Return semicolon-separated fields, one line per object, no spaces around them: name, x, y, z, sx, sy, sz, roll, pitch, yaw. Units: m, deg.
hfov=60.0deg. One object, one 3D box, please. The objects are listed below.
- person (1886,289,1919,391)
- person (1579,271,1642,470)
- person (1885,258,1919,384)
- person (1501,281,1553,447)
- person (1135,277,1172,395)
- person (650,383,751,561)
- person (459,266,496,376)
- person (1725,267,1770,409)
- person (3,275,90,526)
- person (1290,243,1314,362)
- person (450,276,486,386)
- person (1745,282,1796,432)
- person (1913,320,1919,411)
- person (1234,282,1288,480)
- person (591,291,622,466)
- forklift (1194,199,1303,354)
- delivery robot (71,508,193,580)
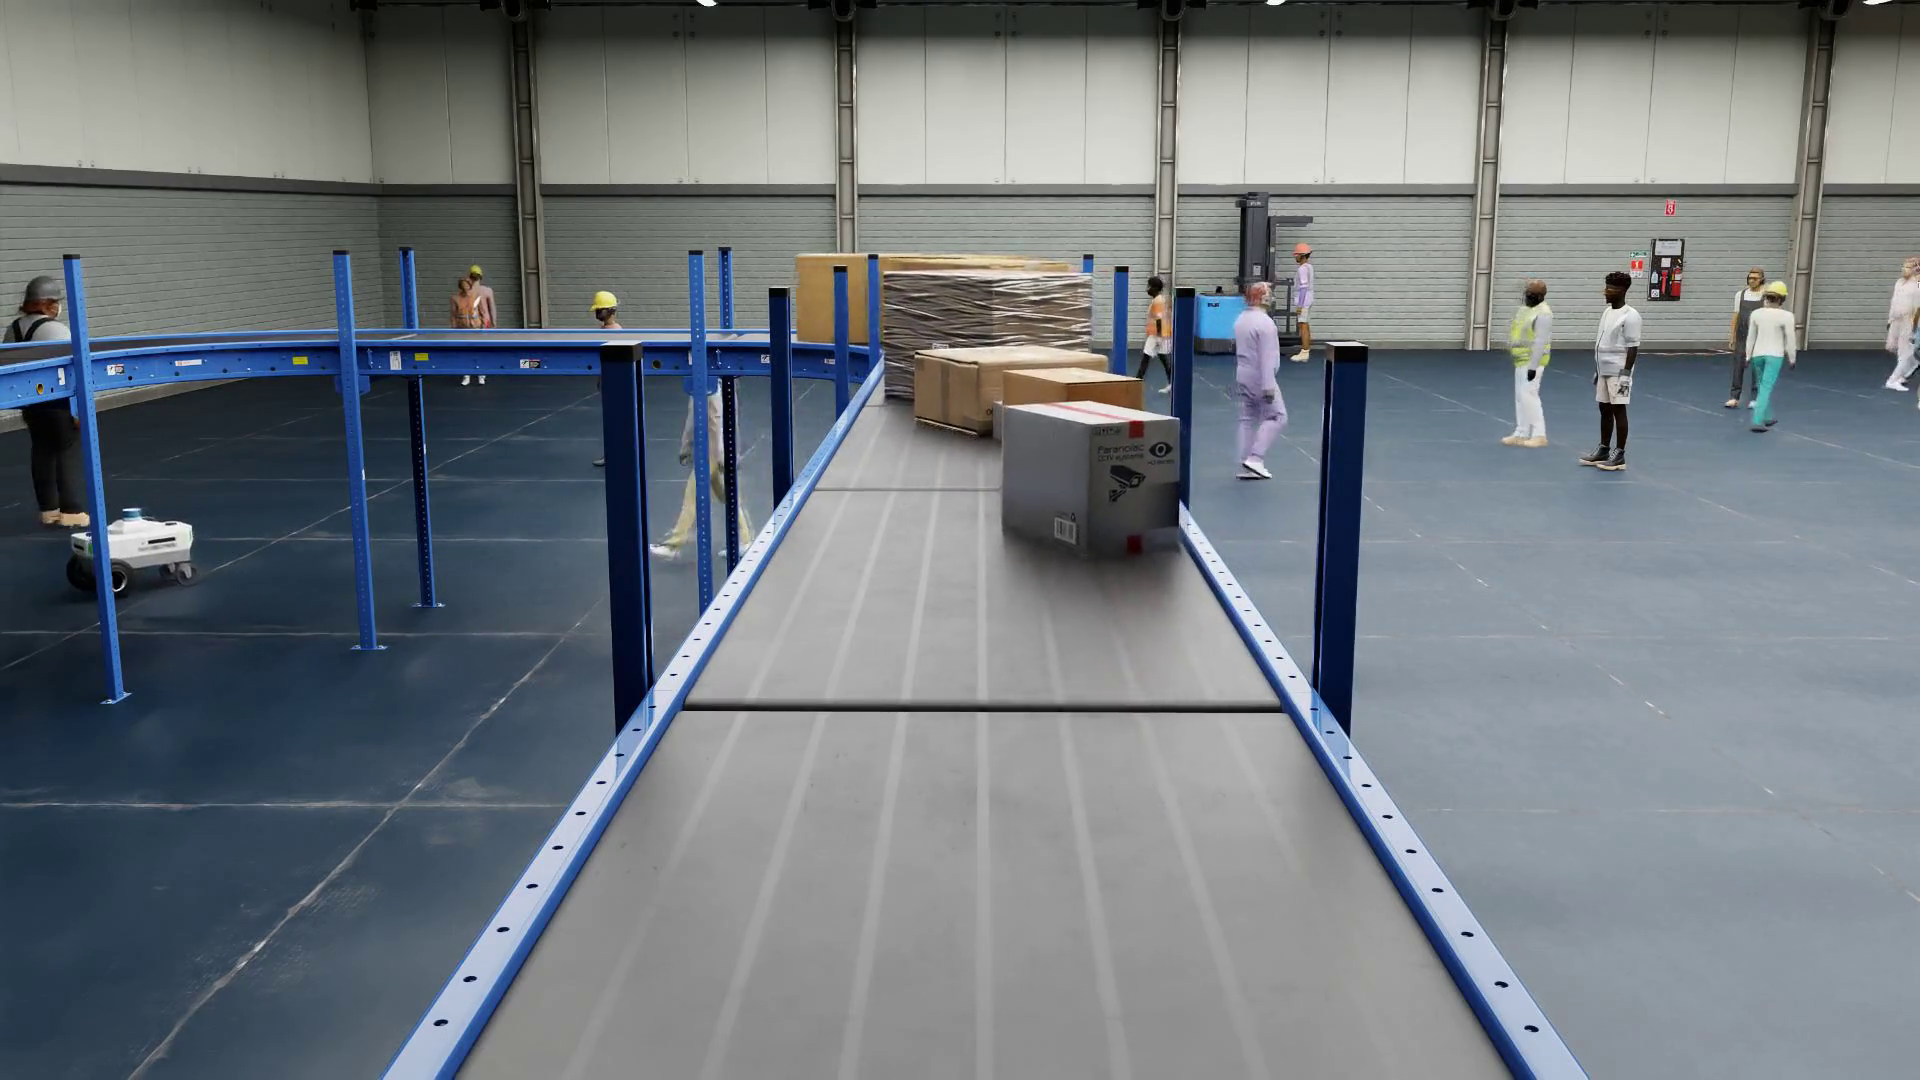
person;13.859;-3.027;23.860;0.971;1.823;0.540;10;15;42
person;6.533;-1.697;16.636;0.367;1.966;0.604;-2;11;-8
person;14.283;-3.295;25.036;0.543;1.890;0.660;-1;11;-7
person;6.234;-1.923;18.223;0.443;1.816;0.676;1;11;3
person;2.683;-2.882;23.521;0.866;1.647;0.546;1;11;7
person;-1.919;-0.635;12.139;0.855;1.582;0.528;-4;12;-19
person;-7.667;-3.485;26.464;0.546;1.711;0.924;-4;12;-19
person;10.395;-2.655;21.876;0.507;1.846;0.345;9;14;40
person;-7.400;-1.128;13.632;0.688;2.000;0.537;4;12;22
person;5.952;-4.134;28.963;0.392;2.045;0.608;5;12;22
person;-7.337;-3.123;24.836;0.531;1.630;0.354;-1;11;-5
person;9.589;-2.154;19.555;0.798;1.733;0.549;-7;13;-31
person;12.527;-2.433;21.296;0.546;1.624;0.425;3;12;17
person;2.861;-1.503;15.834;0.445;1.892;0.676;-3;11;-15
person;-3.514;-1.599;16.653;0.309;1.769;0.524;-7;13;-32
forklift;5.313;-4.851;30.603;1.873;2.768;1.129;0;11;1
delivery robot;-5.603;0.028;11.280;0.477;0.478;0.707;10;15;42
